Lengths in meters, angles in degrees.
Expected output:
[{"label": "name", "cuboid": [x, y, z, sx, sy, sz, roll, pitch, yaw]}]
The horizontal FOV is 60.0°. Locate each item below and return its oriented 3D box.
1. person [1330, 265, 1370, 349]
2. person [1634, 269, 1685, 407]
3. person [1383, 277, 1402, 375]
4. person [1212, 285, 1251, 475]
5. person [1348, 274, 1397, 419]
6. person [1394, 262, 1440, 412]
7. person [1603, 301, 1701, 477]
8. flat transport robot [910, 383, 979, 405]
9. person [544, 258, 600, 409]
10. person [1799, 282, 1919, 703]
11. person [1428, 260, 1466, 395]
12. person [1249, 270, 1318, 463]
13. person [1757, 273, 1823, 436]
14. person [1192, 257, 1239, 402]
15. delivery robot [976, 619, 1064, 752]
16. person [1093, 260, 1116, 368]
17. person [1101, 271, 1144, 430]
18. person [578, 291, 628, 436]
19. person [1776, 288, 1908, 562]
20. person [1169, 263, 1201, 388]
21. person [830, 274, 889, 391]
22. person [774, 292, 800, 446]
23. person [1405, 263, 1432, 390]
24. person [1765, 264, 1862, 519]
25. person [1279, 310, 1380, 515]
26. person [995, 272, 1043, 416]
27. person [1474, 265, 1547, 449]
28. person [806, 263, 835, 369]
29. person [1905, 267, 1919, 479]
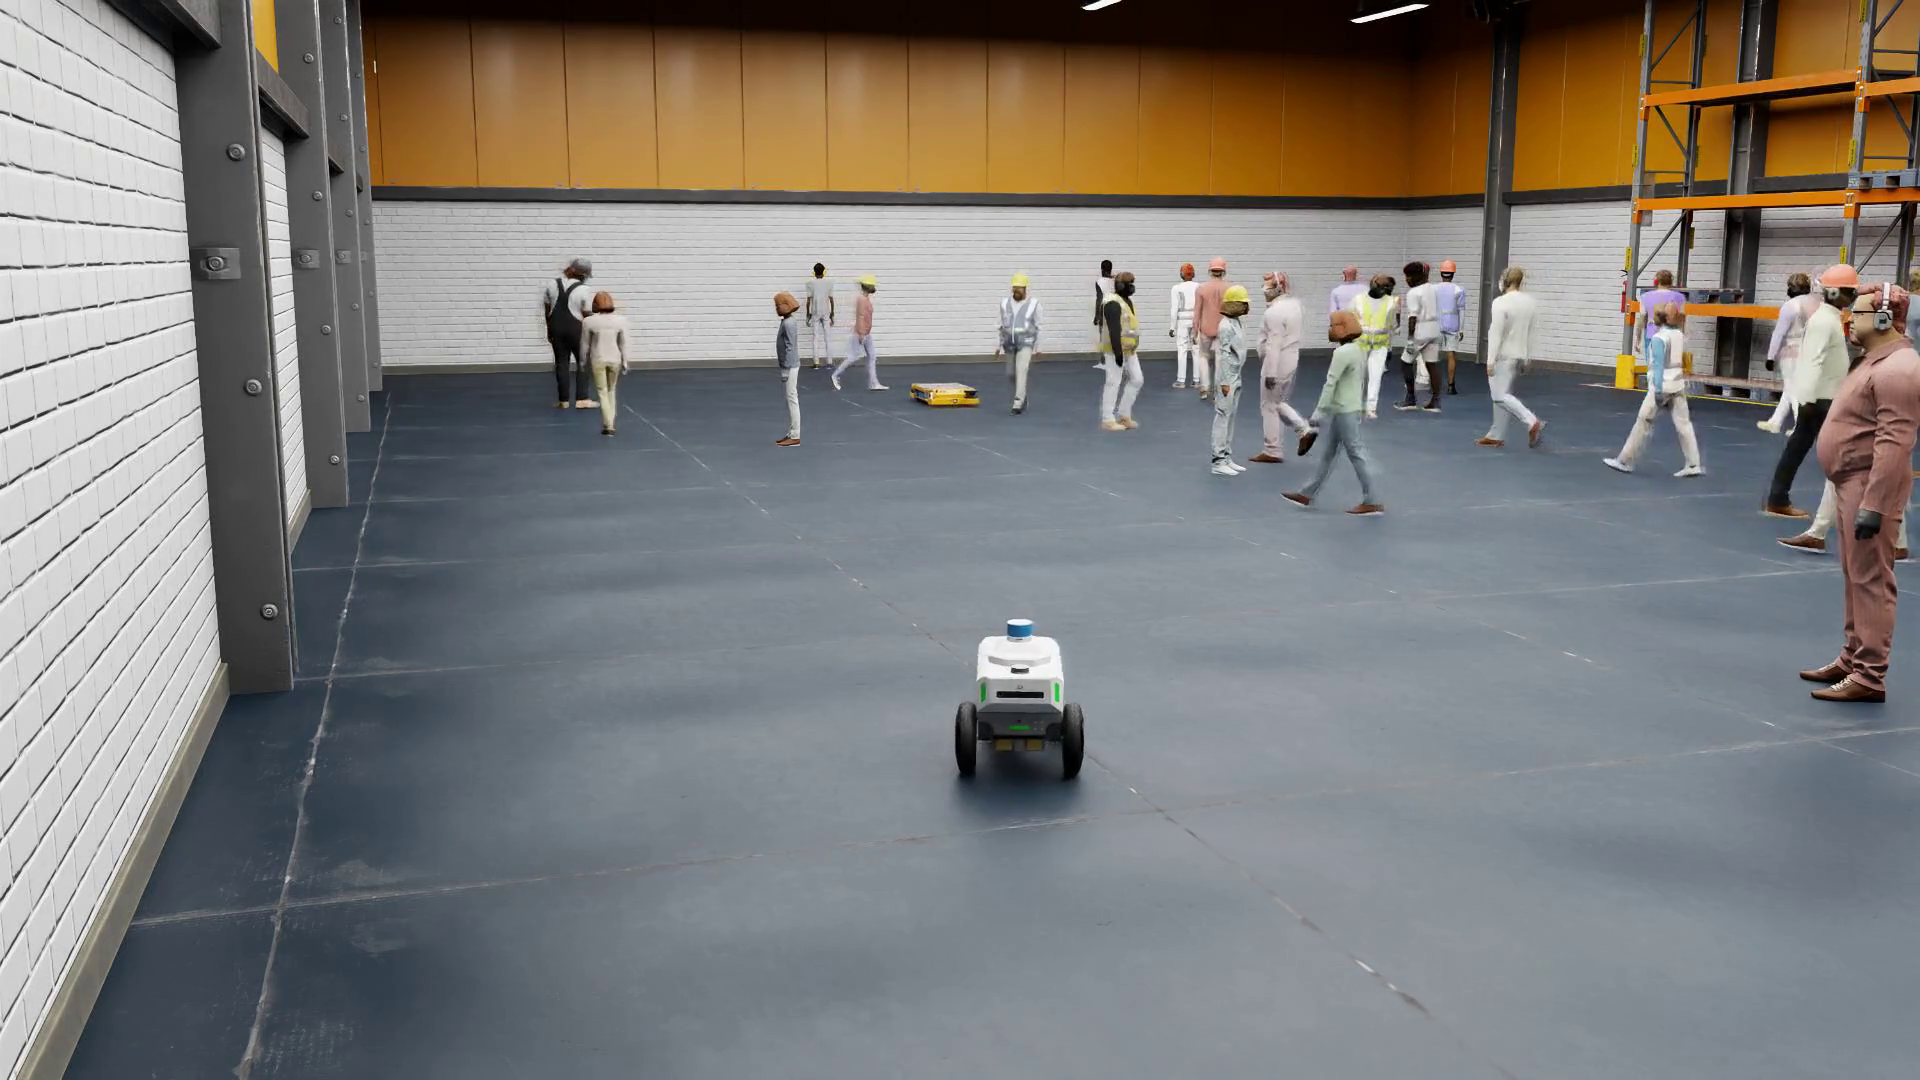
[{"label": "person", "cuboid": [5.788, -3.128, 24.605, 0.630, 1.864, 0.953, 2, 10, 10]}, {"label": "person", "cuboid": [9.159, -2.624, 21.795, 0.566, 1.830, 0.450, 1, 10, 4]}, {"label": "person", "cuboid": [7.122, -3.590, 27.923, 0.544, 1.624, 0.905, 0, 10, -3]}, {"label": "person", "cuboid": [2.528, -1.481, 15.418, 0.313, 1.744, 0.487, 4, 11, 24]}, {"label": "person", "cuboid": [5.146, -2.440, 20.876, 0.625, 1.789, 0.960, 1, 10, 7]}, {"label": "person", "cuboid": [5.913, -2.612, 21.442, 0.734, 1.912, 0.765, -8, 13, -39]}, {"label": "person", "cuboid": [6.426, -1.376, 15.227, 0.508, 1.594, 0.875, -8, 12, -38]}, {"label": "flat transport robot", "cuboid": [-0.227, -2.002, 22.690, 0.652, 0.197, 1.431, -2, 10, -13]}, {"label": "person", "cuboid": [-5.065, -2.736, 21.822, 0.771, 2.000, 0.534, 3, 10, 16]}, {"label": "person", "cuboid": [4.126, -0.213, 7.603, 0.407, 1.909, 0.638, 4, 10, 21]}, {"label": "person", "cuboid": [7.003, -3.063, 24.017, 0.552, 1.937, 0.356, 3, 10, 17]}, {"label": "person", "cuboid": [3.121, -1.664, 16.087, 0.546, 1.875, 0.660, 6, 11, 31]}, {"label": "person", "cuboid": [9.276, -2.063, 18.600, 0.652, 1.807, 0.791, -5, 11, -27]}, {"label": "person", "cuboid": [3.495, -2.873, 22.787, 0.649, 1.973, 0.702, 0, 10, 1]}, {"label": "delivery robot", "cuboid": [0.239, 0.565, 6.739, 0.477, 0.478, 0.707, 0, 10, 1]}, {"label": "person", "cuboid": [2.619, -3.997, 29.480, 0.593, 1.918, 0.391, -8, 13, -39]}, {"label": "person", "cuboid": [1.875, -2.164, 19.153, 0.530, 1.828, 0.644, 5, 11, 27]}, {"label": "person", "cuboid": [-4.040, -1.986, 18.741, 0.506, 1.606, 0.709, -6, 11, -31]}, {"label": "person", "cuboid": [5.905, -0.764, 11.013, 0.894, 1.832, 0.532, 3, 10, 16]}, {"label": "person", "cuboid": [3.451, -3.245, 25.215, 0.573, 1.887, 0.355, -3, 10, -16]}, {"label": "person", "cuboid": [-1.502, -3.069, 24.624, 0.789, 1.731, 0.542, 2, 10, 9]}, {"label": "person", "cuboid": [-1.827, -1.808, 17.632, 0.288, 1.633, 0.497, -1, 10, -5]}, {"label": "person", "cuboid": [6.901, -3.182, 24.852, 0.355, 1.887, 0.574, 1, 10, 5]}, {"label": "person", "cuboid": [6.651, -1.089, 12.556, 0.981, 1.950, 0.615, 5, 11, 26]}, {"label": "person", "cuboid": [2.928, -0.993, 13.018, 0.840, 1.588, 0.519, 4, 11, 23]}, {"label": "person", "cuboid": [0.762, -2.492, 21.090, 0.596, 1.809, 0.818, 4, 11, 23]}, {"label": "person", "cuboid": [5.729, -1.872, 17.192, 0.636, 1.914, 0.798, -8, 13, -40]}, {"label": "person", "cuboid": [-2.463, -3.941, 29.313, 0.519, 1.865, 0.331, -1, 10, -8]}, {"label": "person", "cuboid": [8.628, -1.519, 15.139, 0.380, 1.927, 0.635, 0, 10, -2]}]
